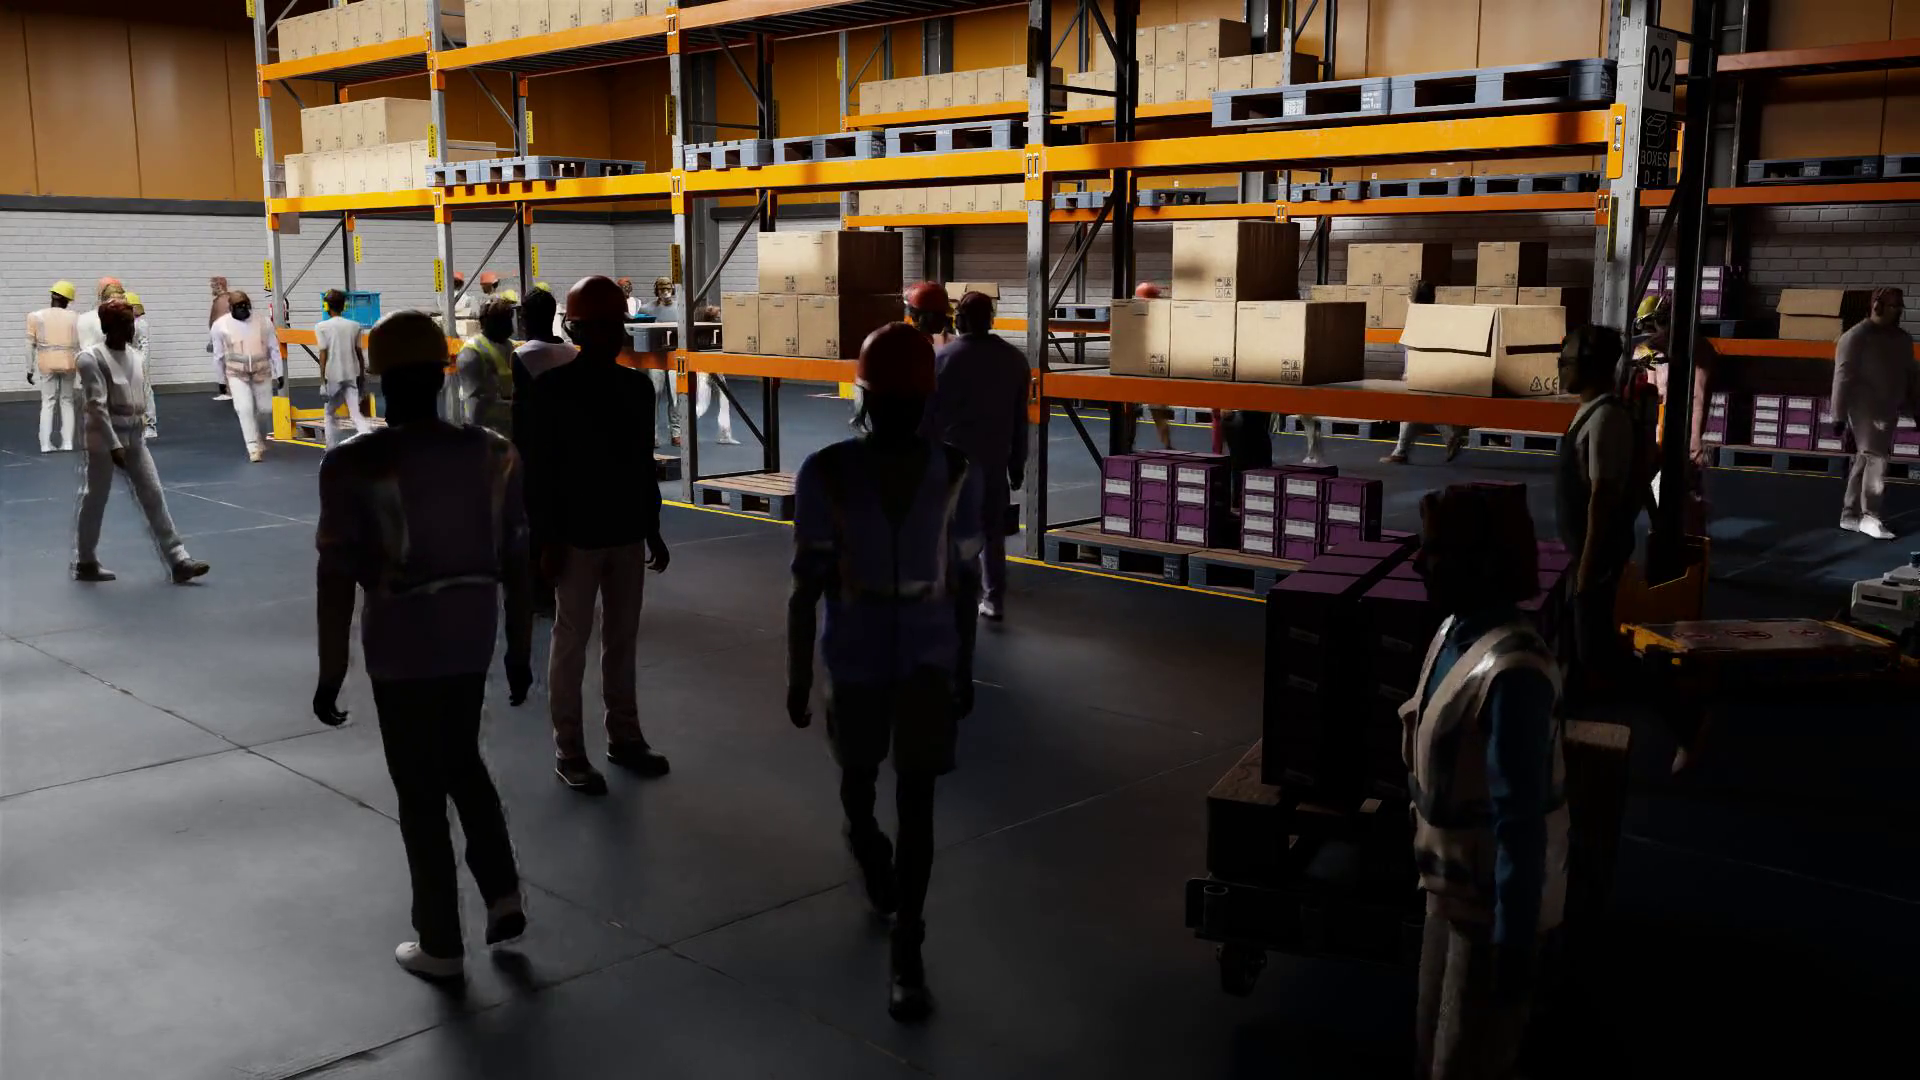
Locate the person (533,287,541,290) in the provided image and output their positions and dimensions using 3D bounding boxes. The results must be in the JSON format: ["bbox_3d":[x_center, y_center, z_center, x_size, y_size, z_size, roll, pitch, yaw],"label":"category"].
[{"bbox_3d":[-5.320,-2.263,20.820,1.021,1.806,0.502,2,9,11],"label":"person"}]

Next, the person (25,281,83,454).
[{"bbox_3d":[-9.892,-1.888,18.257,0.617,1.892,0.407,-6,11,-35],"label":"person"}]

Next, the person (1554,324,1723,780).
[{"bbox_3d":[2.586,0.060,6.561,0.789,1.810,0.538,3,10,16],"label":"person"}]

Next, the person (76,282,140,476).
[{"bbox_3d":[-8.324,-1.564,16.256,0.961,1.905,0.638,7,12,37],"label":"person"}]

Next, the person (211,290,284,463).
[{"bbox_3d":[-7.524,-1.734,17.570,0.677,1.809,0.719,-5,11,-29],"label":"person"}]

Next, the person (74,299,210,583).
[{"bbox_3d":[-5.343,-0.616,10.650,1.004,1.826,0.572,3,10,19],"label":"person"}]

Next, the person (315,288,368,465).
[{"bbox_3d":[-6.208,-1.616,16.773,0.934,1.836,0.535,9,13,43],"label":"person"}]

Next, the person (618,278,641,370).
[{"bbox_3d":[-5.218,-3.142,25.963,0.573,1.883,0.356,-7,11,-35],"label":"person"}]

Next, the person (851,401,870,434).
[{"bbox_3d":[-0.992,-2.178,20.053,1.010,1.893,0.555,7,12,38],"label":"person"}]

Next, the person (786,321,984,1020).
[{"bbox_3d":[-0.223,0.308,4.825,0.572,1.894,0.939,-1,9,-8],"label":"person"}]

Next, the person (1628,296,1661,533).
[{"bbox_3d":[5.190,-0.927,12.579,0.586,1.824,0.405,1,9,7],"label":"person"}]

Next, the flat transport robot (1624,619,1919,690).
[{"bbox_3d":[3.965,0.555,8.222,1.431,0.197,0.652,-1,9,-5],"label":"flat transport robot"}]

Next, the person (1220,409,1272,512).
[{"bbox_3d":[2.297,-1.200,13.568,0.536,2.000,0.688,8,12,41],"label":"person"}]

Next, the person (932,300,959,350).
[{"bbox_3d":[-0.219,-1.372,15.529,0.531,1.751,0.511,-8,12,-39],"label":"person"}]

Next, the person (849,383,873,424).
[{"bbox_3d":[-1.221,-2.297,21.601,0.523,1.609,0.616,-7,12,-38],"label":"person"}]

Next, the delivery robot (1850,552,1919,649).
[{"bbox_3d":[4.955,0.304,8.604,0.707,0.478,0.477,-6,11,-31],"label":"delivery robot"}]

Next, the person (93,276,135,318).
[{"bbox_3d":[-9.499,-1.992,18.743,0.551,1.934,0.373,7,11,35],"label":"person"}]

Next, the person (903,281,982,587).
[{"bbox_3d":[-0.319,-0.636,10.393,0.939,1.953,0.591,0,9,-1],"label":"person"}]

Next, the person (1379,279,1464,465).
[{"bbox_3d":[4.754,-1.706,17.050,0.770,1.920,0.649,6,11,34],"label":"person"}]

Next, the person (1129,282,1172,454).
[{"bbox_3d":[1.907,-1.642,16.764,0.560,1.897,0.987,-3,10,-18],"label":"person"}]

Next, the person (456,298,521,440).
[{"bbox_3d":[-3.083,-0.725,11.313,0.594,1.821,0.642,5,10,27],"label":"person"}]

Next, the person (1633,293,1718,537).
[{"bbox_3d":[4.707,-0.720,11.190,0.678,1.856,0.980,-2,10,-14],"label":"person"}]

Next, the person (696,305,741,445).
[{"bbox_3d":[-2.908,-1.894,19.125,0.689,1.610,0.502,4,10,25],"label":"person"}]

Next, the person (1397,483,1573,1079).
[{"bbox_3d":[1.073,0.699,3.205,0.489,1.624,0.527,1,9,5],"label":"person"}]

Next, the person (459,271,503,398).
[{"bbox_3d":[-7.073,-3.070,25.214,1.067,1.983,0.630,1,9,9],"label":"person"}]

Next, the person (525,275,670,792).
[{"bbox_3d":[-1.409,-0.033,6.552,0.379,1.996,0.610,8,12,39],"label":"person"}]

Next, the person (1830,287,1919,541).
[{"bbox_3d":[6.952,-0.944,12.476,0.649,1.879,0.730,-4,10,-26],"label":"person"}]

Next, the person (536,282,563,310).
[{"bbox_3d":[-6.488,-3.120,26.024,0.601,1.824,0.414,-3,10,-19],"label":"person"}]

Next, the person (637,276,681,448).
[{"bbox_3d":[-3.326,-2.007,18.828,0.629,1.940,0.379,-4,10,-24],"label":"person"}]

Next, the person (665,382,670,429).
[{"bbox_3d":[-3.699,-2.214,21.055,0.531,1.610,0.585,-9,13,-43],"label":"person"}]

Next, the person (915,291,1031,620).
[{"bbox_3d":[0.051,-0.453,9.421,0.662,1.899,0.455,-5,11,-29],"label":"person"}]

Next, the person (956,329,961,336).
[{"bbox_3d":[0.166,-2.573,23.259,0.497,1.629,0.276,-4,10,-22],"label":"person"}]

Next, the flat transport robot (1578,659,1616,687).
[{"bbox_3d":[2.527,0.566,8.154,1.431,0.197,0.652,-2,9,-10],"label":"flat transport robot"}]

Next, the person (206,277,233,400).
[{"bbox_3d":[-11.402,-3.097,25.700,0.450,1.885,0.672,-2,9,-9],"label":"person"}]

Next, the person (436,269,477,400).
[{"bbox_3d":[-7.703,-3.133,25.478,0.627,2.023,0.735,-3,10,-16],"label":"person"}]

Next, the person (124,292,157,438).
[{"bbox_3d":[-9.895,-2.093,19.954,0.484,1.745,0.297,7,12,37],"label":"person"}]

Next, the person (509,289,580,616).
[{"bbox_3d":[-2.403,-0.509,9.753,0.404,1.904,0.616,4,10,23],"label":"person"}]

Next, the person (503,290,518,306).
[{"bbox_3d":[-6.366,-2.673,23.578,0.538,1.712,0.899,2,9,9],"label":"person"}]

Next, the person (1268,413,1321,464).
[{"bbox_3d":[3.331,-1.662,17.090,0.495,1.819,0.988,-8,12,-41],"label":"person"}]

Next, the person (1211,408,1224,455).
[{"bbox_3d":[2.693,-1.545,16.641,0.548,1.719,0.751,-1,9,-6],"label":"person"}]

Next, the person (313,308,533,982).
[{"bbox_3d":[-1.522,0.309,4.727,0.422,1.913,0.603,8,12,41],"label":"person"}]
